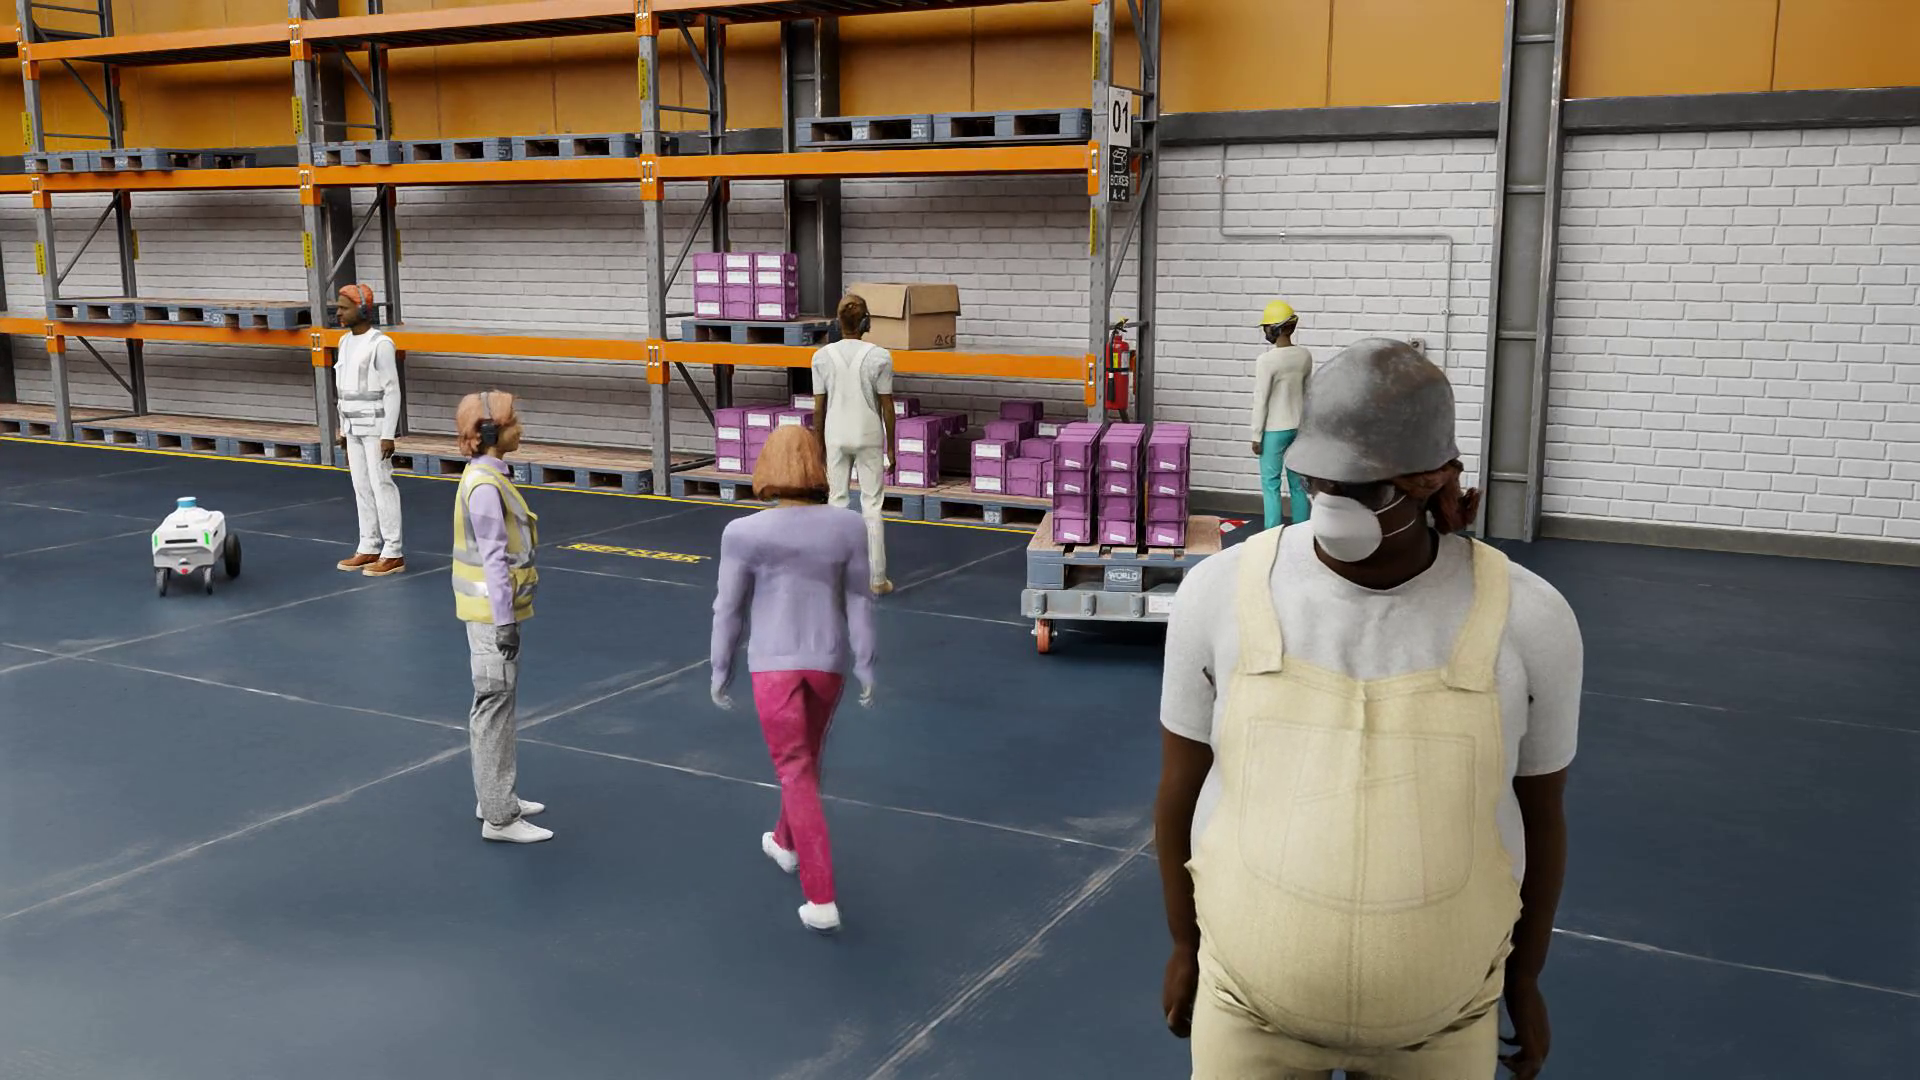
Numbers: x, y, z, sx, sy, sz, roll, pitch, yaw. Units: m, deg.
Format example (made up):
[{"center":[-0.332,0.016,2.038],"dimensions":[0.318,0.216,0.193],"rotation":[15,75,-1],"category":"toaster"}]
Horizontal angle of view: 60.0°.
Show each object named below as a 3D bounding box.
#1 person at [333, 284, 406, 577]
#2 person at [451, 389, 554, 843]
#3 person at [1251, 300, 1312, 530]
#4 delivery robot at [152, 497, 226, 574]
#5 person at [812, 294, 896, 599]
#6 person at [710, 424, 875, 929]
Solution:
[{"center":[-3.846,-0.708,10.783],"dimensions":[0.587,1.882,0.341],"rotation":[9,13,40],"category":"person"},{"center":[-1.682,0.276,6.050],"dimensions":[0.307,1.644,0.512],"rotation":[-3,11,-18],"category":"person"},{"center":[2.170,-0.742,11.323],"dimensions":[0.528,1.761,0.344],"rotation":[-7,13,-34],"category":"person"},{"center":[-4.825,-0.024,10.421],"dimensions":[0.477,0.478,0.707],"rotation":[-3,11,-16],"category":"delivery robot"},{"center":[-0.636,-0.558,10.068],"dimensions":[0.507,1.846,0.345],"rotation":[1,10,7],"category":"person"},{"center":[-0.542,0.416,5.430],"dimensions":[0.514,1.587,0.851],"rotation":[-5,12,-26],"category":"person"}]
